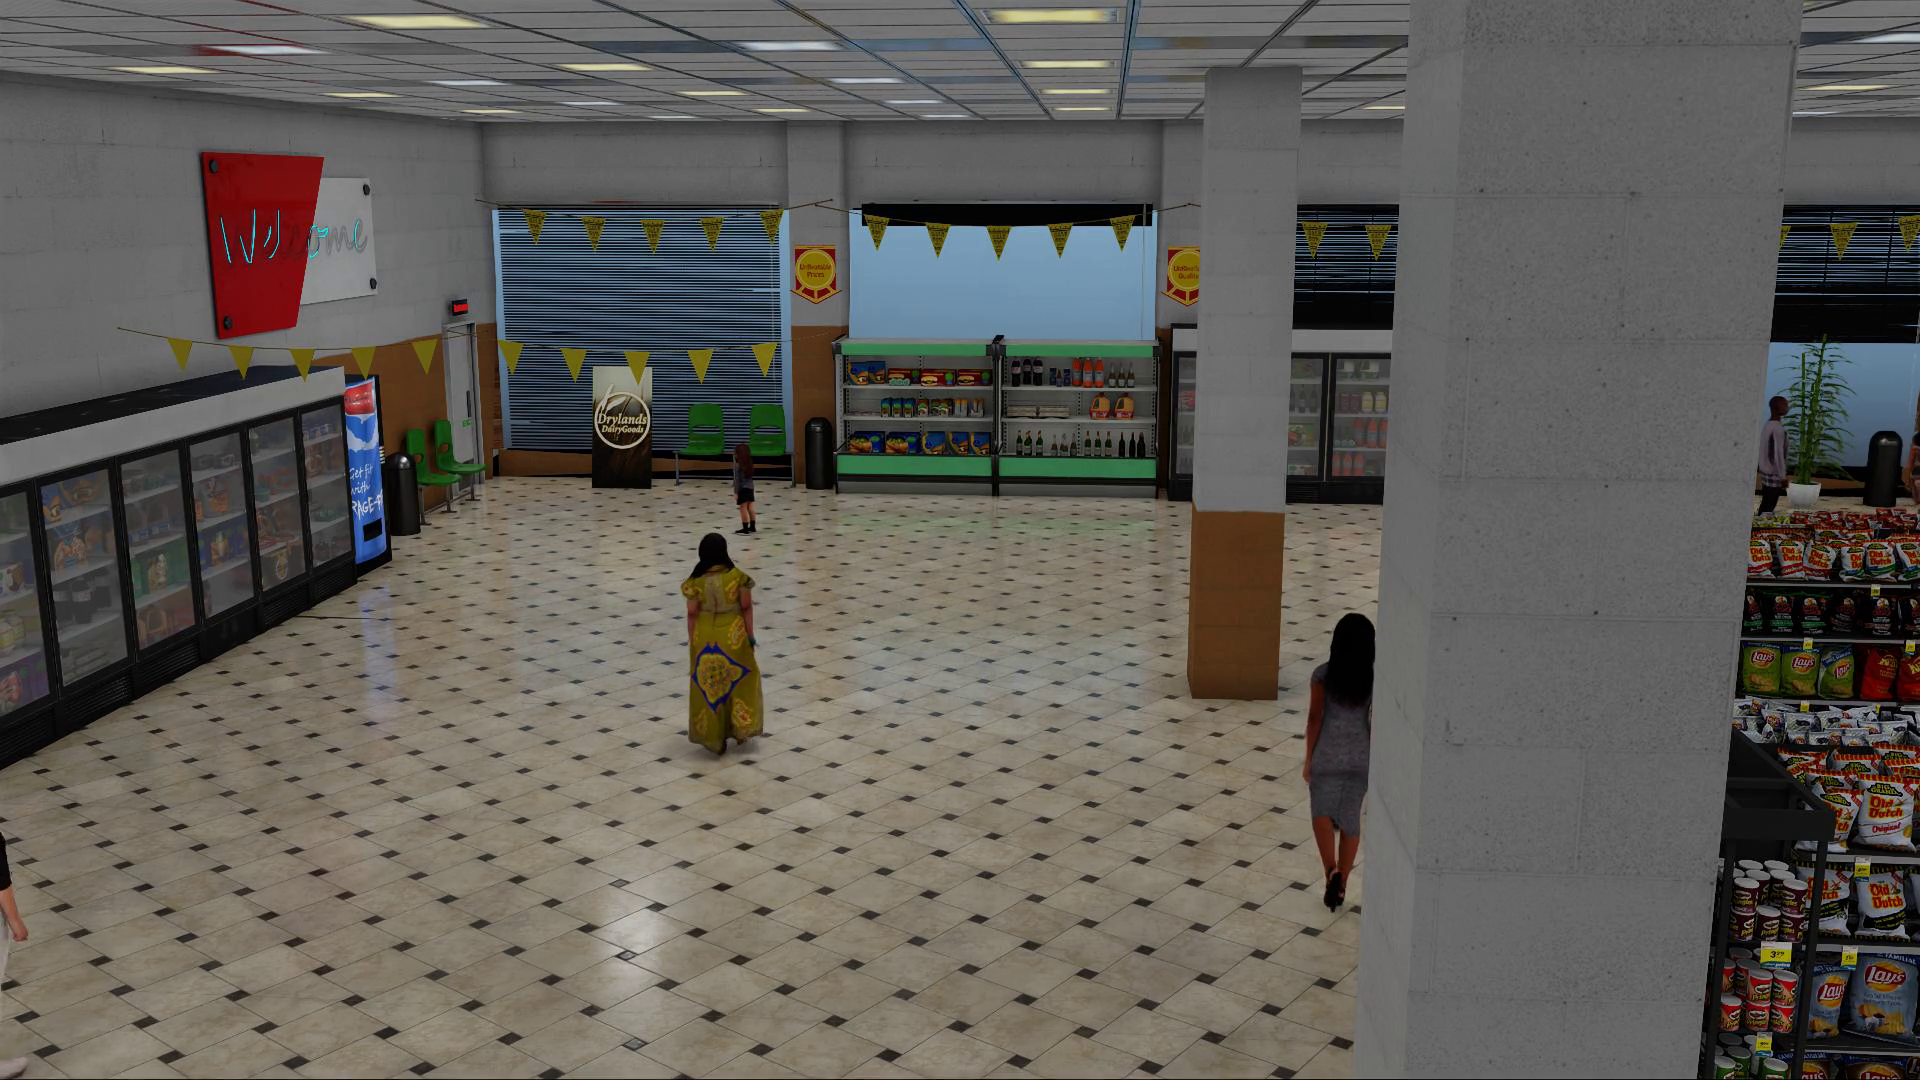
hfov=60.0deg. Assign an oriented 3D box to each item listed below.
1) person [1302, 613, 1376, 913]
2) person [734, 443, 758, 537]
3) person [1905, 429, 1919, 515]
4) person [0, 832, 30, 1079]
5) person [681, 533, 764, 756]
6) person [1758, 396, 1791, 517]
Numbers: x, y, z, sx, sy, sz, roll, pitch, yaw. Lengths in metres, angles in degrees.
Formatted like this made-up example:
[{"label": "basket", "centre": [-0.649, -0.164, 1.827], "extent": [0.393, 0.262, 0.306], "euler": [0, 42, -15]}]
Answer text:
[{"label": "person", "centre": [2.155, 1.298, 9.327], "extent": [0.685, 1.769, 0.674], "euler": [2, 12, 7]}, {"label": "person", "centre": [-2.592, -0.618, 20.041], "extent": [0.544, 1.103, 0.533], "euler": [6, 13, 27]}, {"label": "person", "centre": [10.905, -0.630, 18.860], "extent": [1.162, 1.613, 1.024], "euler": [-7, 14, -31]}, {"label": "person", "centre": [-4.522, 1.725, 7.489], "extent": [0.701, 1.690, 0.739], "euler": [4, 12, 17]}, {"label": "person", "centre": [-1.740, 0.777, 12.093], "extent": [0.848, 1.648, 0.872], "euler": [-1, 12, -5]}, {"label": "person", "centre": [9.375, -0.790, 19.235], "extent": [0.599, 1.771, 0.654], "euler": [2, 12, 8]}]
